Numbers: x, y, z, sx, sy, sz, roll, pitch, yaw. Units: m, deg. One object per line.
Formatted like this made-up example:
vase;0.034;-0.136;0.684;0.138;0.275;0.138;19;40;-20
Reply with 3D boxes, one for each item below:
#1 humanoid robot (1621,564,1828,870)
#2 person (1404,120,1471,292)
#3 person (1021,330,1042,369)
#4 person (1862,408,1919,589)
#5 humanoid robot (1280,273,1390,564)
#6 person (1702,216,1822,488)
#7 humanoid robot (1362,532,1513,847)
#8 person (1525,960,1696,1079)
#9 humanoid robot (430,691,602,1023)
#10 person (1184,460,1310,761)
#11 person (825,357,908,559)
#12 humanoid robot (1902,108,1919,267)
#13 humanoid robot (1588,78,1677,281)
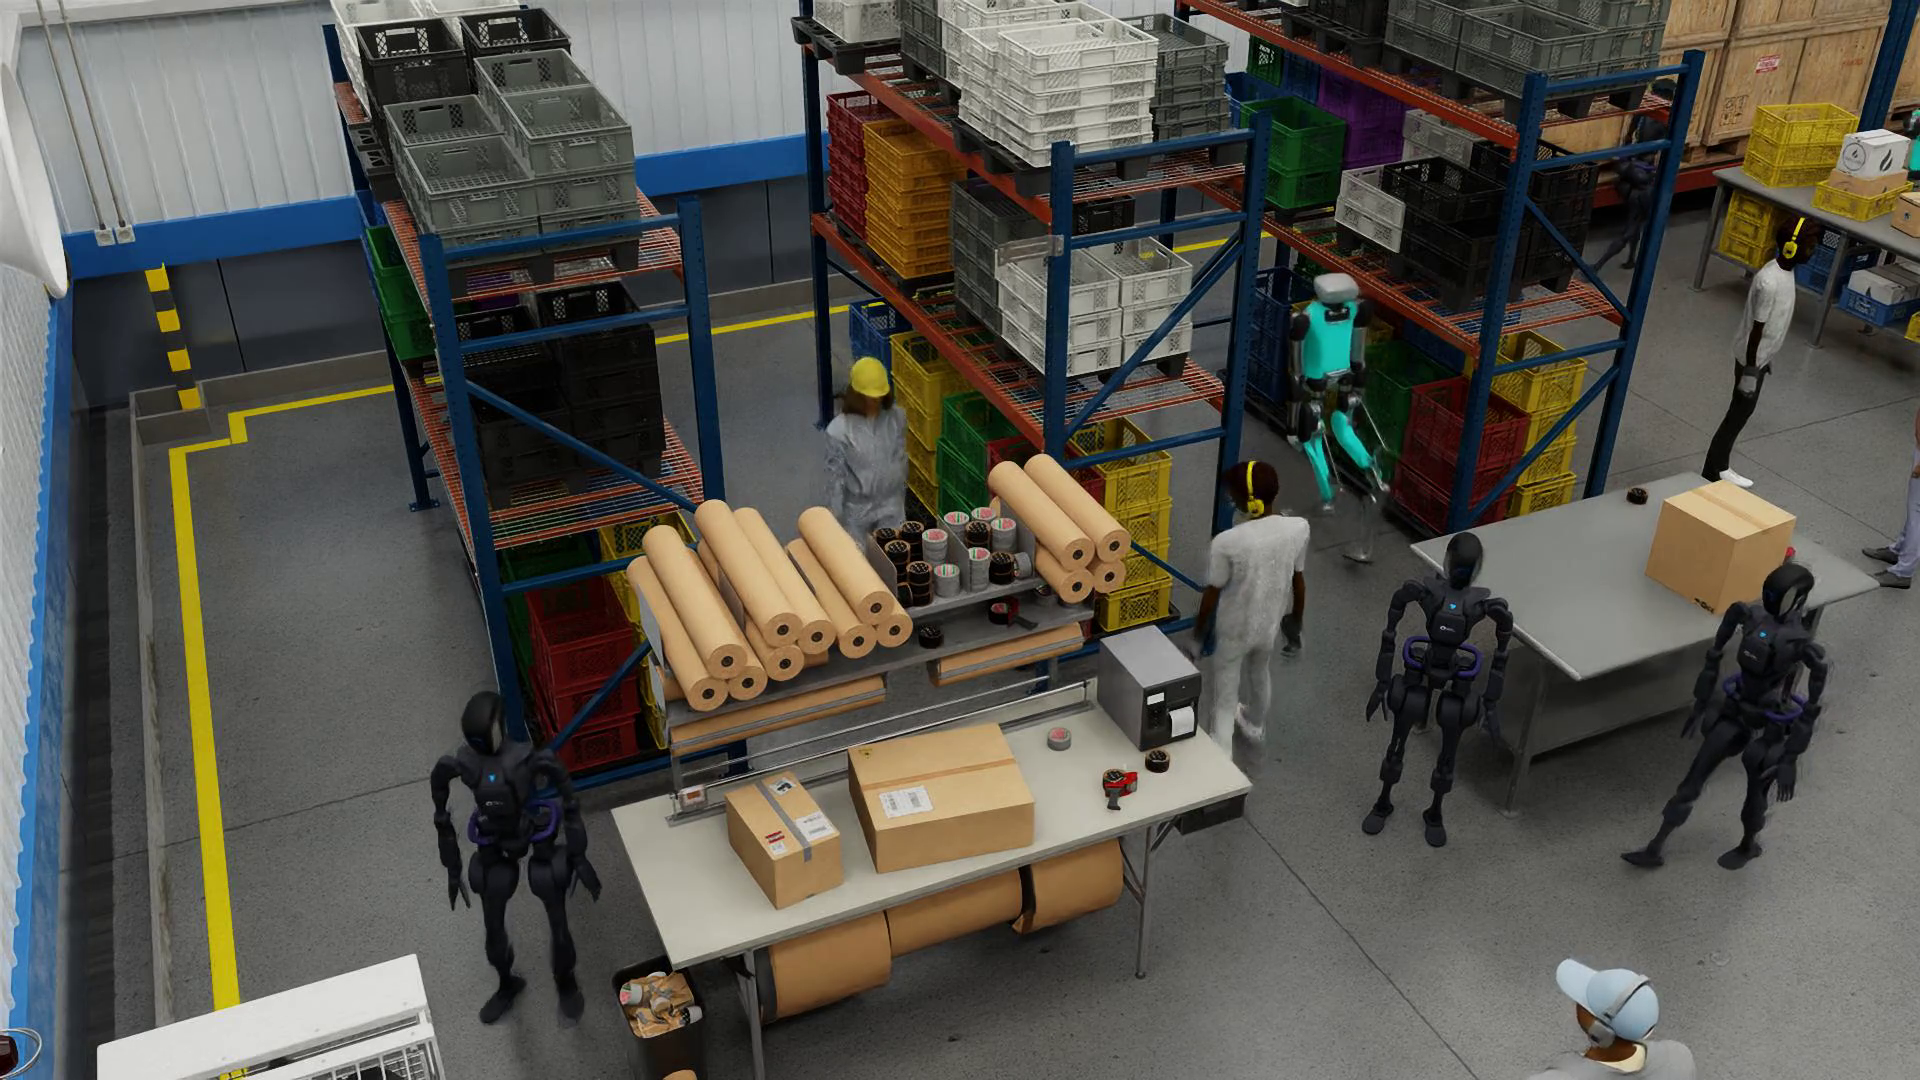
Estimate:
humanoid robot;3.425;0.844;7.281;0.715;1.635;0.583;-17;35;-25
person;3.471;-2.207;12.065;0.498;1.839;0.343;23;38;32
person;0.593;-2.192;11.864;0.492;2.029;0.611;17;36;26
person;5.502;-0.543;9.423;0.306;1.768;0.523;16;35;24
humanoid robot;2.229;-0.599;9.590;0.535;1.769;1.025;-12;34;-19
person;4.923;-1.101;10.246;0.332;1.861;0.497;22;38;32
humanoid robot;2.159;0.682;7.508;0.599;1.655;0.315;11;33;17
person;1.895;2.014;5.189;0.596;1.852;0.361;-10;33;-16
humanoid robot;-1.743;1.262;6.573;0.612;1.652;0.316;-3;32;-5
person;1.323;0.373;7.900;0.582;1.814;0.742;-10;33;-16
person;-0.506;-0.229;8.952;0.492;1.717;0.709;-17;36;-26
humanoid robot;7.359;-2.431;12.617;0.539;1.900;0.714;-19;36;-28
humanoid robot;5.431;-2.899;13.377;0.729;1.642;0.611;-10;33;-15
